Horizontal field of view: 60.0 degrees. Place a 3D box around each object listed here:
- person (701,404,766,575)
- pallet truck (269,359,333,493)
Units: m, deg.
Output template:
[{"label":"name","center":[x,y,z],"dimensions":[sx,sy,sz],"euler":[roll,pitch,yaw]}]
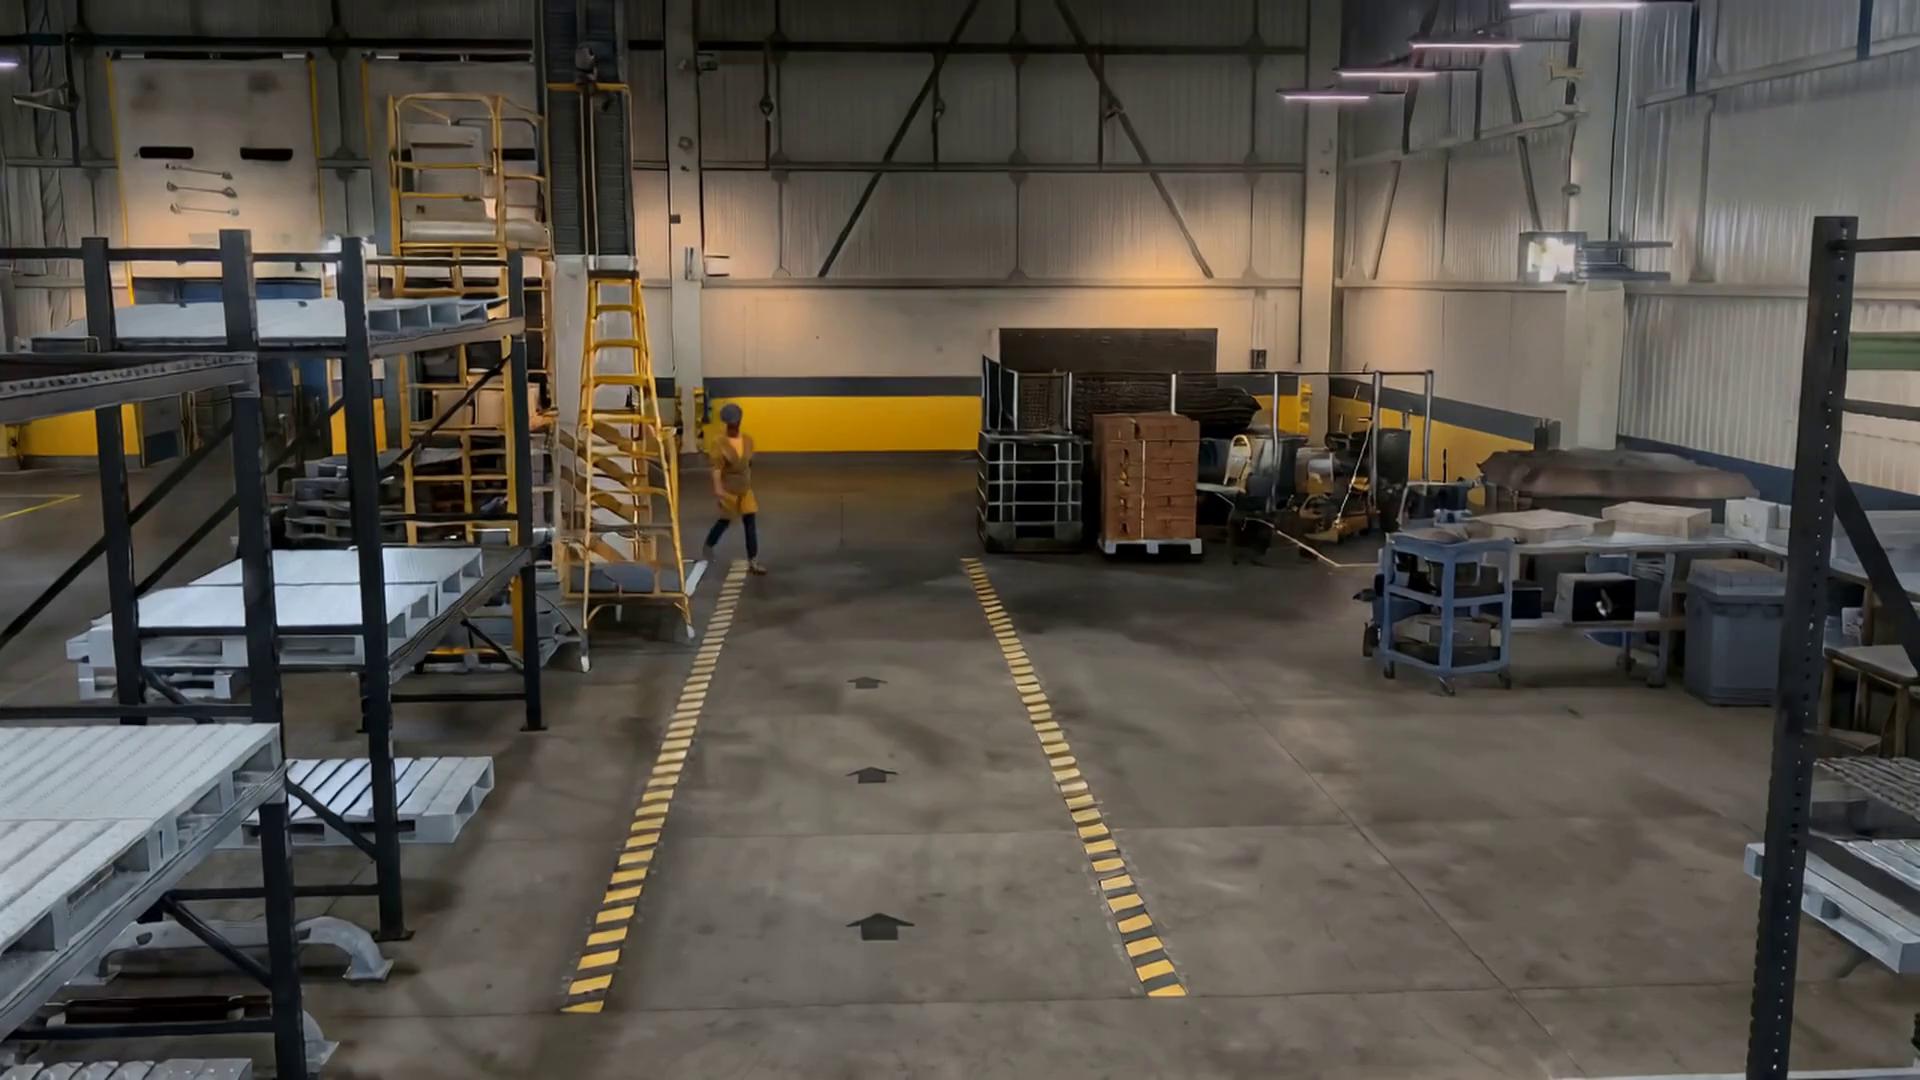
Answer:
[{"label":"person","center":[-2.249,-0.505,16.137],"dimensions":[0.826,1.656,0.534],"euler":[9,13,44]},{"label":"pallet truck","center":[-7.062,-1.131,18.996],"dimensions":[1.885,1.965,0.823],"euler":[2,9,13]}]
